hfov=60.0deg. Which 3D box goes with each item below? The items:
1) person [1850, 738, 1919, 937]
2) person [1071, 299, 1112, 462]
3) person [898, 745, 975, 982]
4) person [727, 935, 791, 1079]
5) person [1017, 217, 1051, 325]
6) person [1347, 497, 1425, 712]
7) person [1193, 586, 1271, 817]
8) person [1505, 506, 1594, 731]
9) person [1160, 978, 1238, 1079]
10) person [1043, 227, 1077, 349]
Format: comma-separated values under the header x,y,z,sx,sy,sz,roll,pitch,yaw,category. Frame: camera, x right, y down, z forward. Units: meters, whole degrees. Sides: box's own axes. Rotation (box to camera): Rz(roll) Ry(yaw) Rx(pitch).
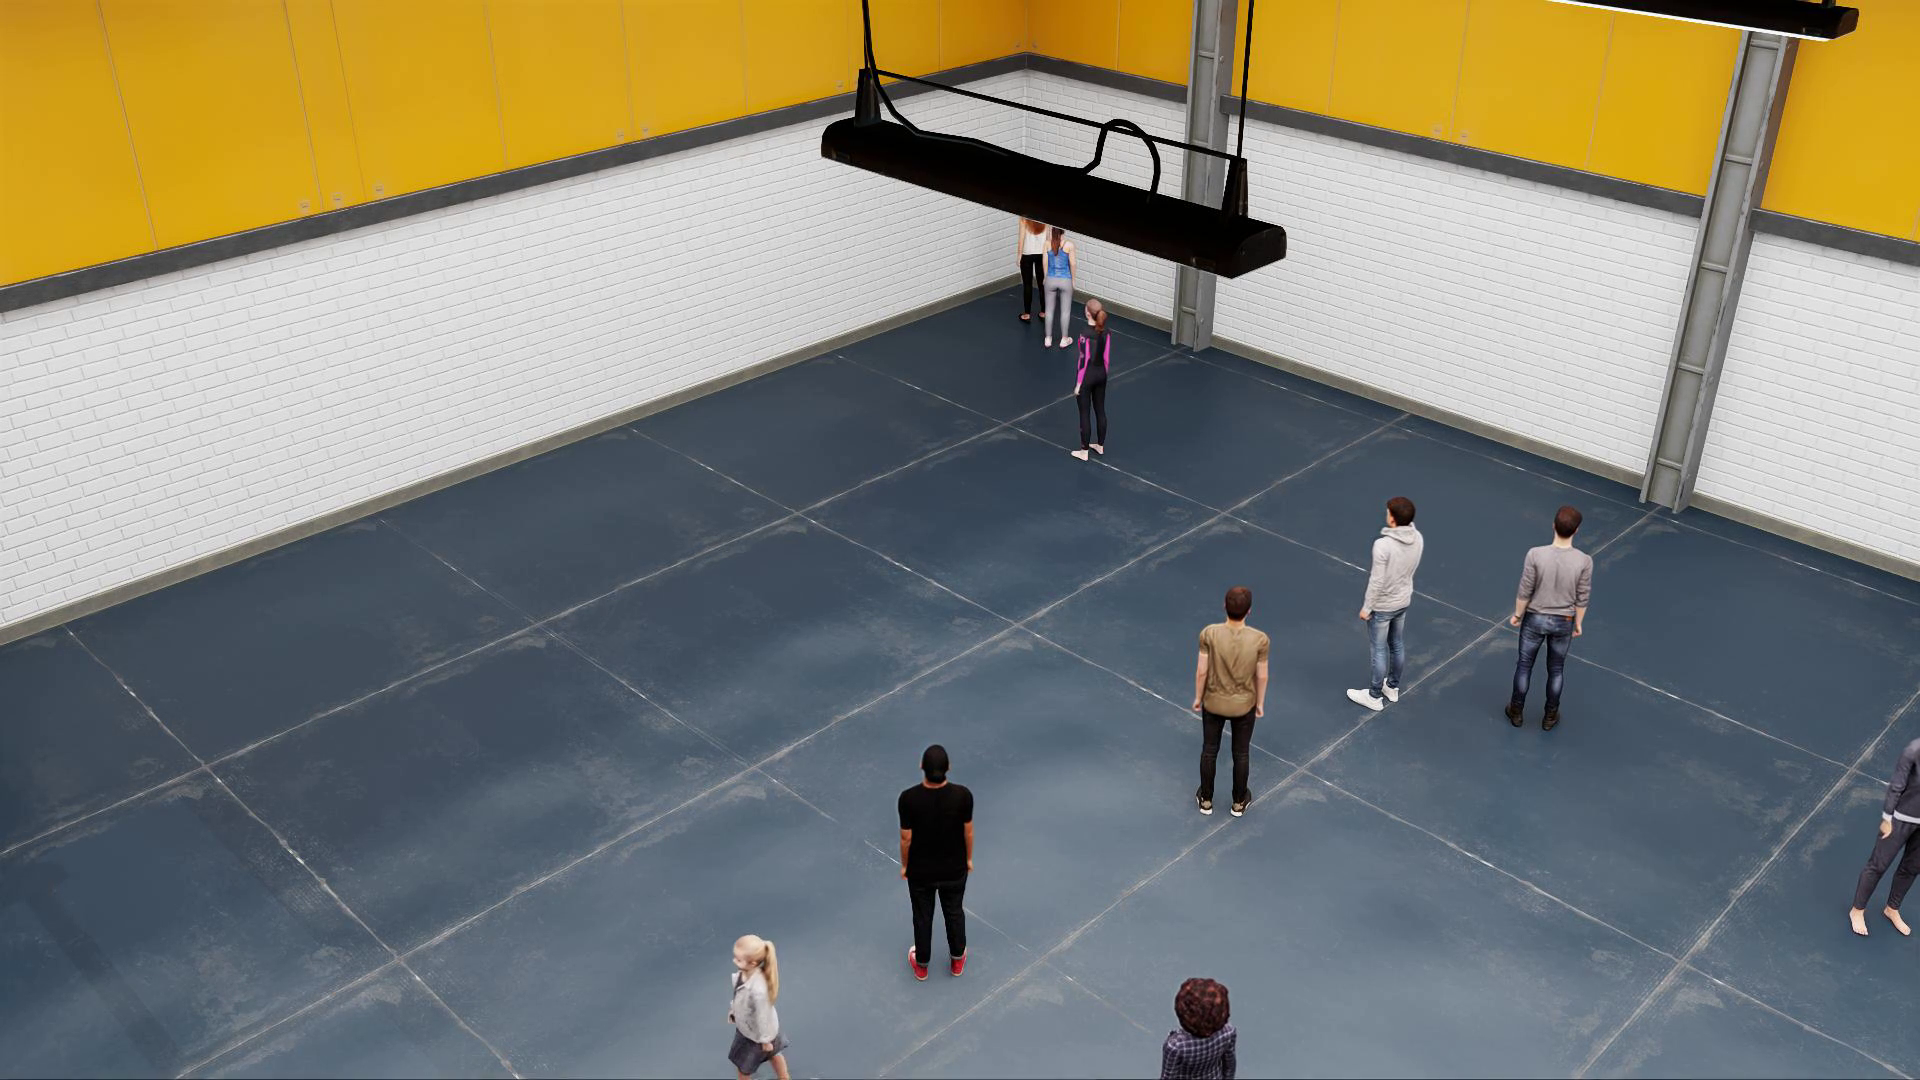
x,y,z,sx,sy,sz,roll,pitch,yaw,category
6.237,1.809,10.872,0.674,1.767,0.738,0,29,0,person
1.369,-1.674,17.273,0.587,1.752,0.607,-19,34,-31,person
-0.145,2.031,10.473,0.725,1.759,0.761,-4,29,-7,person
-1.107,2.786,9.616,0.783,1.253,0.789,-6,29,-11,person
0.932,-3.543,20.731,0.646,1.722,0.649,-8,30,-15,person
3.412,0.495,13.191,0.687,1.853,0.595,-21,35,-33,person
1.934,1.160,11.975,0.701,1.851,0.811,5,29,10,person
4.572,0.618,12.911,0.710,1.905,0.839,8,30,14,person
1.237,2.976,8.799,0.692,1.702,0.684,-10,30,-18,person
1.189,-3.110,20.052,0.633,1.610,0.718,6,29,12,person
